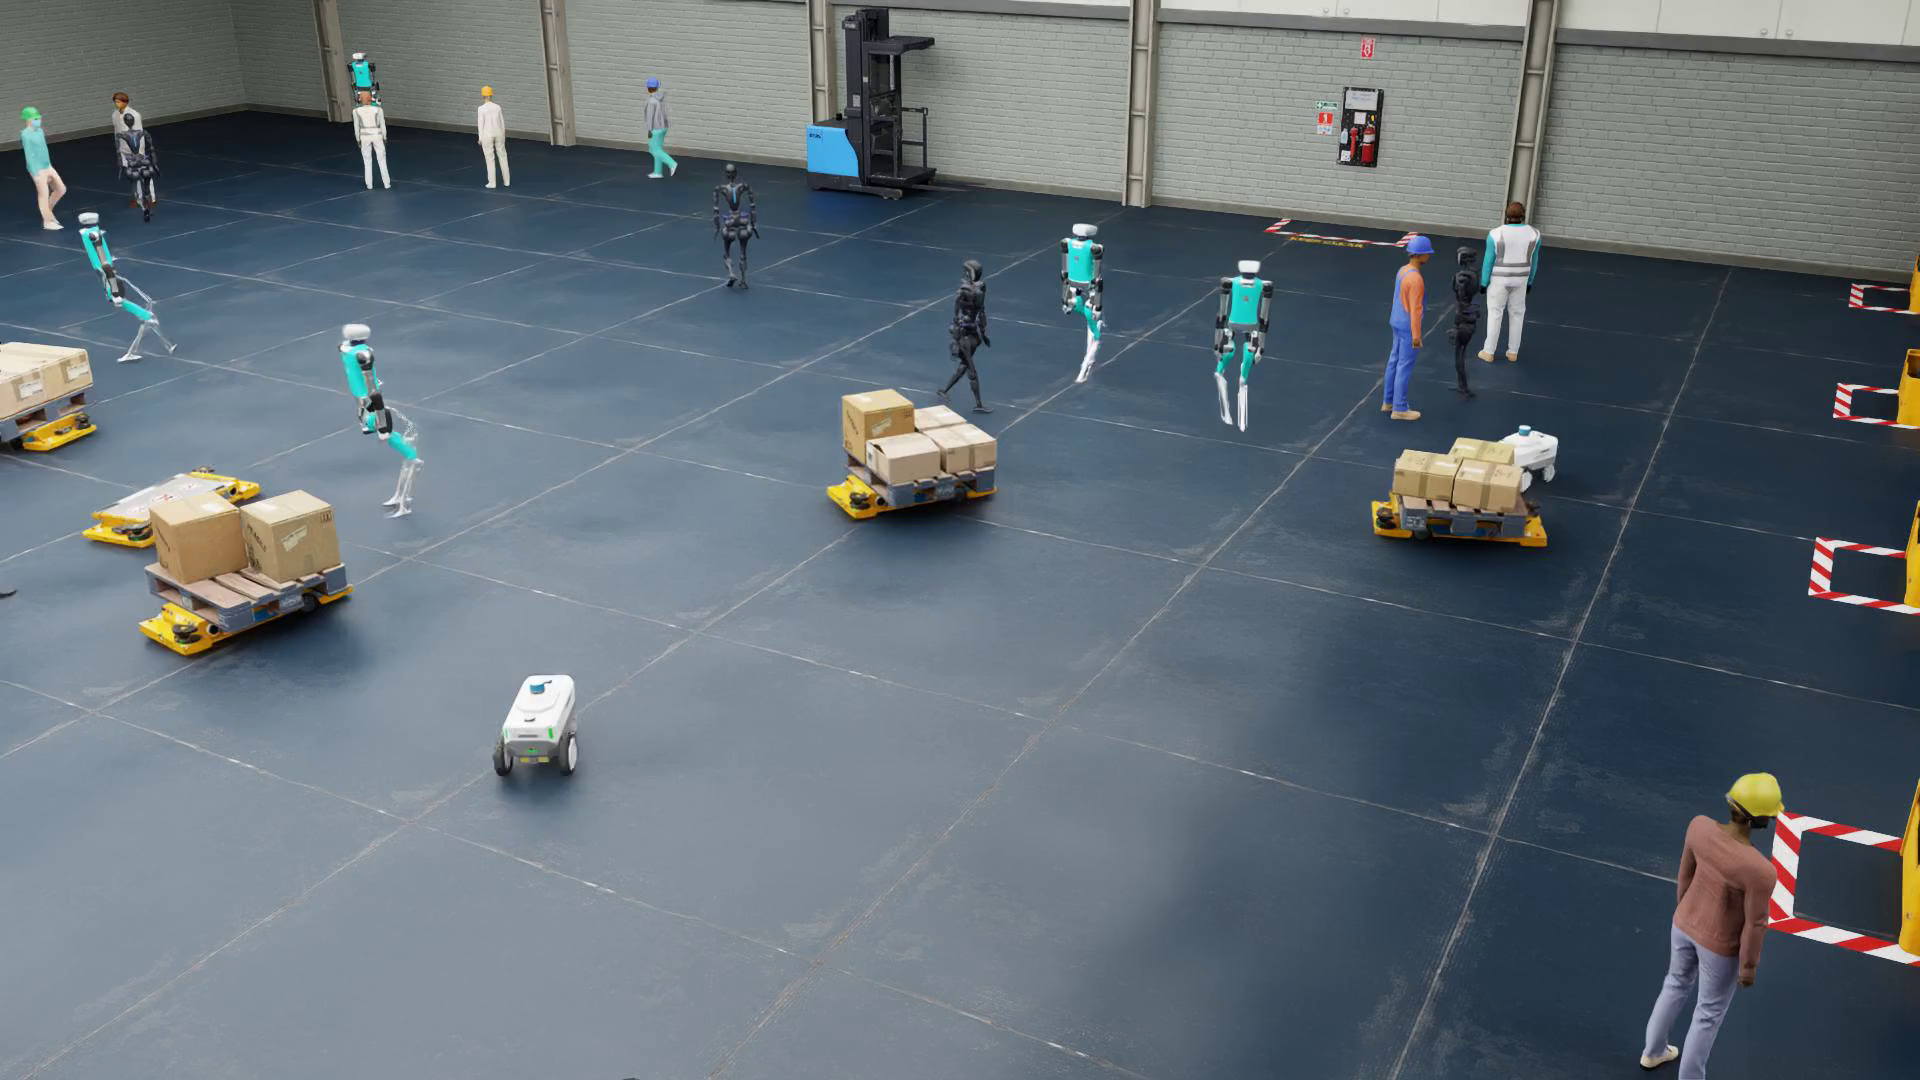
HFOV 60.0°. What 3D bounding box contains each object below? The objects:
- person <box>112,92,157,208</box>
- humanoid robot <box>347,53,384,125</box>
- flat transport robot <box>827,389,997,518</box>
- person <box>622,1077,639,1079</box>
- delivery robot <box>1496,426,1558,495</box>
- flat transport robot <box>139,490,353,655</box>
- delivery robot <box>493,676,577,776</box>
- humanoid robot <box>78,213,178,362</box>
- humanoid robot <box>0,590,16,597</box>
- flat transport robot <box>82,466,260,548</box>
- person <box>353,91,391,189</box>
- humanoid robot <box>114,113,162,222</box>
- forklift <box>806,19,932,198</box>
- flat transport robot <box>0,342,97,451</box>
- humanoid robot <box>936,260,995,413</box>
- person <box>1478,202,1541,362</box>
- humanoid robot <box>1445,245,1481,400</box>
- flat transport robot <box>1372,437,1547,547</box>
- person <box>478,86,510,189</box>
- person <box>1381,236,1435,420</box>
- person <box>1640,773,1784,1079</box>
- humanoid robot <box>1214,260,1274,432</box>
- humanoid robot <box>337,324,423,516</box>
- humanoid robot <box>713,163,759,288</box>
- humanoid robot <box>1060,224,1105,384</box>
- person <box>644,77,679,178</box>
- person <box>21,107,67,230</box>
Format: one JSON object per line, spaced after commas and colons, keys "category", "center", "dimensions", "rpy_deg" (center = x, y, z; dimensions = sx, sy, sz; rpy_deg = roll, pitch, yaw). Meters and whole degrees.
{"category": "person", "center": [-13.377, -6.296, 26.858], "dimensions": [0.502, 1.827, 0.364], "rpy_deg": [5, 24, 11]}
{"category": "humanoid robot", "center": [-11.421, -8.595, 32.216], "dimensions": [0.531, 1.701, 0.762], "rpy_deg": [1, 23, 1]}
{"category": "flat transport robot", "center": [-0.419, -0.480, 15.281], "dimensions": [1.431, 0.231, 0.659], "rpy_deg": [-11, 26, -24]}
{"category": "person", "center": [-1.108, 2.673, 5.850], "dimensions": [0.592, 1.922, 0.392], "rpy_deg": [-14, 27, -30]}
{"category": "delivery robot", "center": [5.252, -0.773, 15.603], "dimensions": [0.801, 0.597, 0.499], "rpy_deg": [-16, 28, -32]}
{"category": "flat transport robot", "center": [-5.566, 0.493, 13.016], "dimensions": [0.659, 0.231, 1.431], "rpy_deg": [17, 29, 34]}
{"category": "delivery robot", "center": [-2.774, 1.207, 10.998], "dimensions": [0.499, 0.601, 0.802], "rpy_deg": [0, 23, -1]}
{"category": "humanoid robot", "center": [-9.460, -2.875, 19.071], "dimensions": [0.897, 1.837, 0.566], "rpy_deg": [-16, 28, -33]}
{"category": "humanoid robot", "center": [-7.795, -0.210, 12.900], "dimensions": [0.594, 1.641, 0.519], "rpy_deg": [20, 30, 38]}
{"category": "flat transport robot", "center": [-7.033, -0.303, 14.868], "dimensions": [0.659, 0.231, 1.431], "rpy_deg": [8, 25, 19]}
{"category": "person", "center": [-9.983, -6.778, 28.220], "dimensions": [0.512, 1.632, 0.316], "rpy_deg": [-6, 24, -14]}
{"category": "humanoid robot", "center": [-12.797, -5.817, 25.936], "dimensions": [0.616, 1.635, 0.624], "rpy_deg": [-17, 29, -34]}
{"category": "forklift", "center": [-1.573, -7.292, 27.850], "dimensions": [1.873, 2.768, 1.129], "rpy_deg": [12, 26, 25]}
{"category": "flat transport robot", "center": [-9.572, -1.153, 16.846], "dimensions": [1.431, 0.231, 0.659], "rpy_deg": [7, 24, 15]}
{"category": "humanoid robot", "center": [0.054, -2.164, 17.501], "dimensions": [0.788, 1.624, 0.606], "rpy_deg": [15, 28, 31]}
{"category": "person", "center": [6.264, -2.952, 19.049], "dimensions": [0.621, 1.840, 0.431], "rpy_deg": [0, 23, 0]}
{"category": "humanoid robot", "center": [5.418, -2.339, 17.834], "dimensions": [0.359, 1.650, 0.614], "rpy_deg": [11, 26, 25]}
{"category": "flat transport robot", "center": [4.370, -0.188, 14.600], "dimensions": [1.431, 0.231, 0.659], "rpy_deg": [4, 24, 10]}
{"category": "person", "center": [-7.958, -6.848, 28.293], "dimensions": [0.480, 1.696, 0.327], "rpy_deg": [-18, 29, -35]}
{"category": "person", "center": [4.646, -2.202, 17.212], "dimensions": [0.374, 1.907, 0.531], "rpy_deg": [-3, 23, -7]}
{"category": "person", "center": [3.601, 1.876, 7.911], "dimensions": [0.358, 1.759, 0.534], "rpy_deg": [-9, 25, -19]}
{"category": "humanoid robot", "center": [2.860, -2.000, 16.994], "dimensions": [0.568, 1.811, 0.750], "rpy_deg": [2, 23, 5]}
{"category": "humanoid robot", "center": [-5.069, -1.079, 14.826], "dimensions": [0.699, 1.808, 0.533], "rpy_deg": [-19, 30, -37]}
{"category": "humanoid robot", "center": [-2.983, -4.177, 22.100], "dimensions": [0.612, 1.643, 0.335], "rpy_deg": [-7, 24, -16]}
{"category": "humanoid robot", "center": [1.451, -2.668, 18.526], "dimensions": [0.543, 1.771, 0.897], "rpy_deg": [17, 29, 34]}
{"category": "person", "center": [-5.206, -7.148, 28.909], "dimensions": [0.609, 1.763, 0.531], "rpy_deg": [8, 24, 17]}
{"category": "person", "center": [-13.938, -5.645, 25.286], "dimensions": [0.433, 1.857, 0.565], "rpy_deg": [1, 23, 3]}
